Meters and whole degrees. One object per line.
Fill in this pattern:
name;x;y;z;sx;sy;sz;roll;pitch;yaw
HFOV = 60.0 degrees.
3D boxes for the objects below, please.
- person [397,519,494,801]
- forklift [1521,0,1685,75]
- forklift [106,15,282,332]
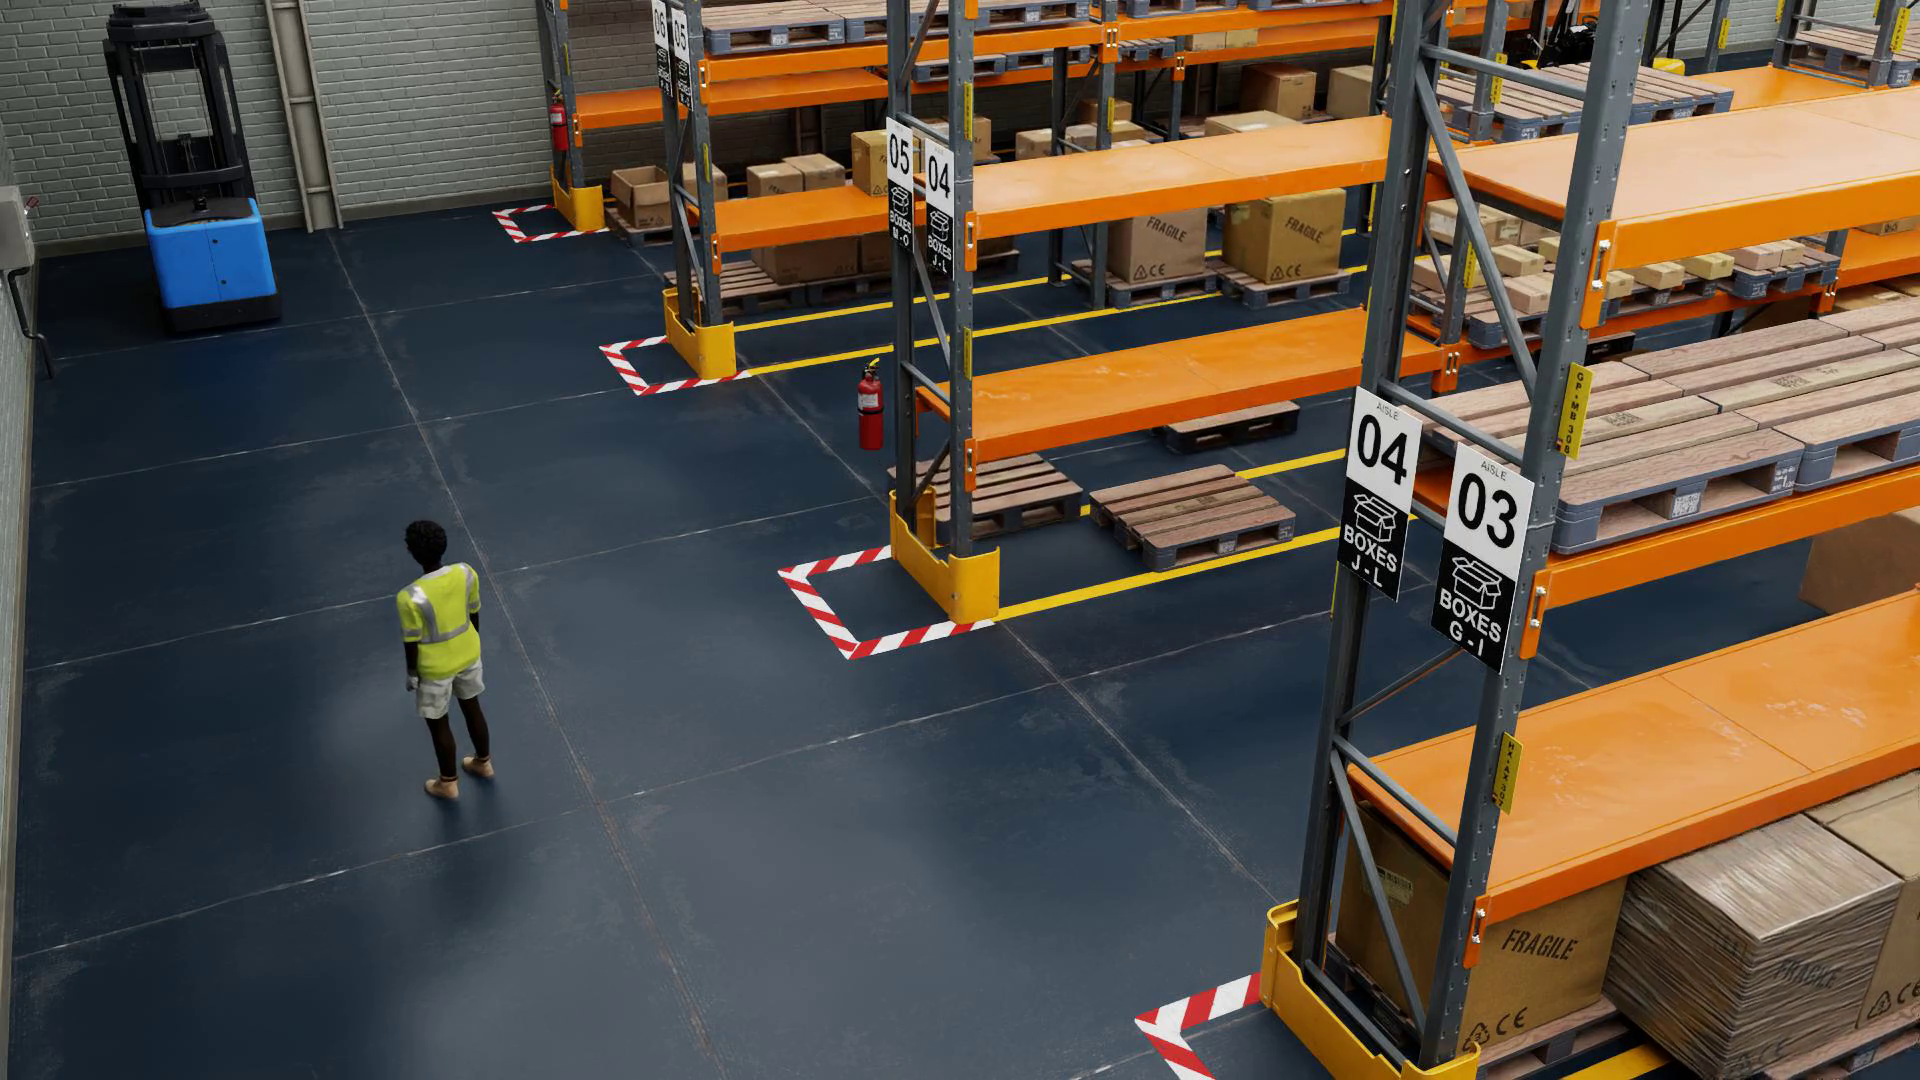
person;-2.864;0.666;9.287;0.319;1.687;0.537;16;32;28
forklift;8.950;-6.807;23.056;1.214;2.155;2.313;-12;30;-22
forklift;-7.548;-3.672;16.323;1.129;2.768;1.873;-12;30;-22
